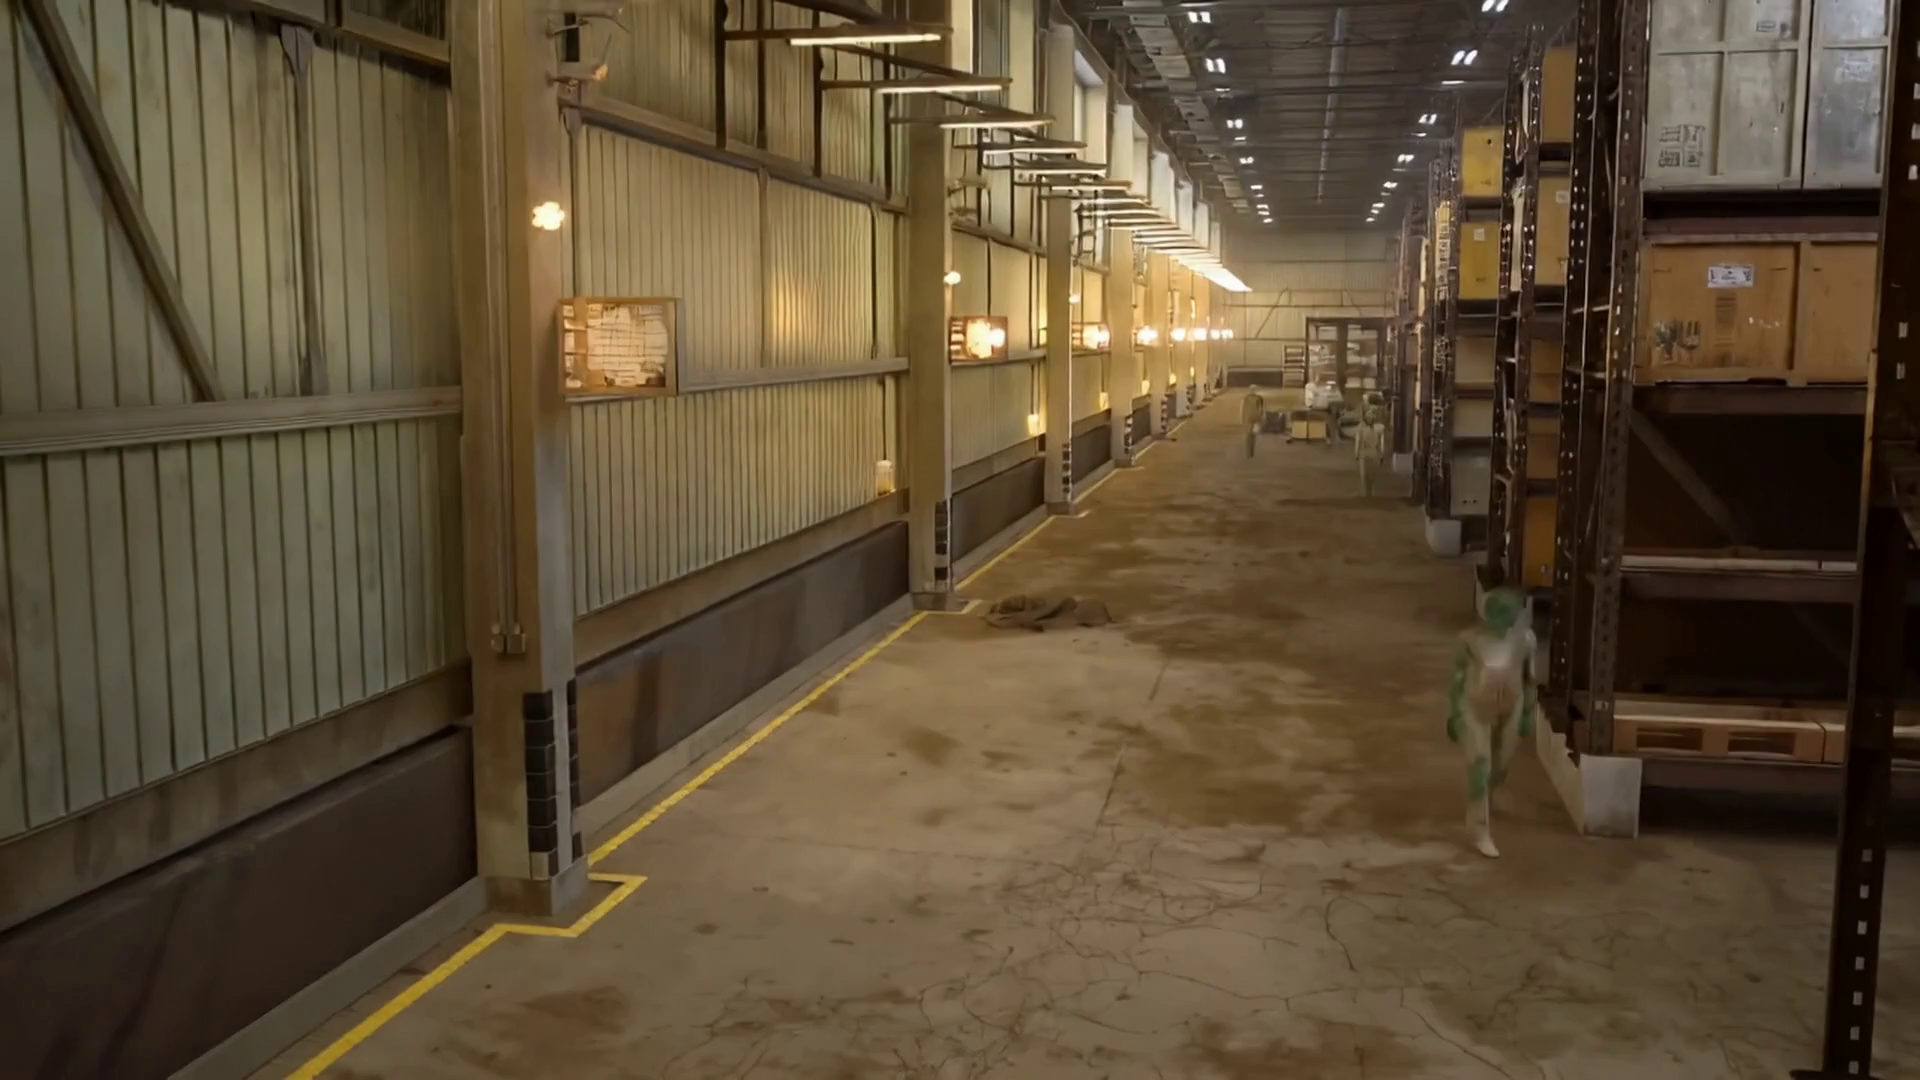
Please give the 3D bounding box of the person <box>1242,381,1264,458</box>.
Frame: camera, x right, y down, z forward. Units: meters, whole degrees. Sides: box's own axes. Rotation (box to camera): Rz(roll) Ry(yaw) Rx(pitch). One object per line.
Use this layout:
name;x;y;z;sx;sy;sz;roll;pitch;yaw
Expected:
person;7.211;-2.969;41.041;0.551;1.915;0.881;3;8;20

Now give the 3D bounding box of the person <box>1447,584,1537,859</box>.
person;3.201;1.046;10.072;0.540;1.605;0.723;-1;7;-5

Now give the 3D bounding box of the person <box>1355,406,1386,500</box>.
person;7.621;-1.622;30.916;0.568;1.735;0.555;1;7;11

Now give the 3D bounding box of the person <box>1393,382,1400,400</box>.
person;12.391;-3.599;46.767;0.346;1.735;0.485;-5;9;-37
